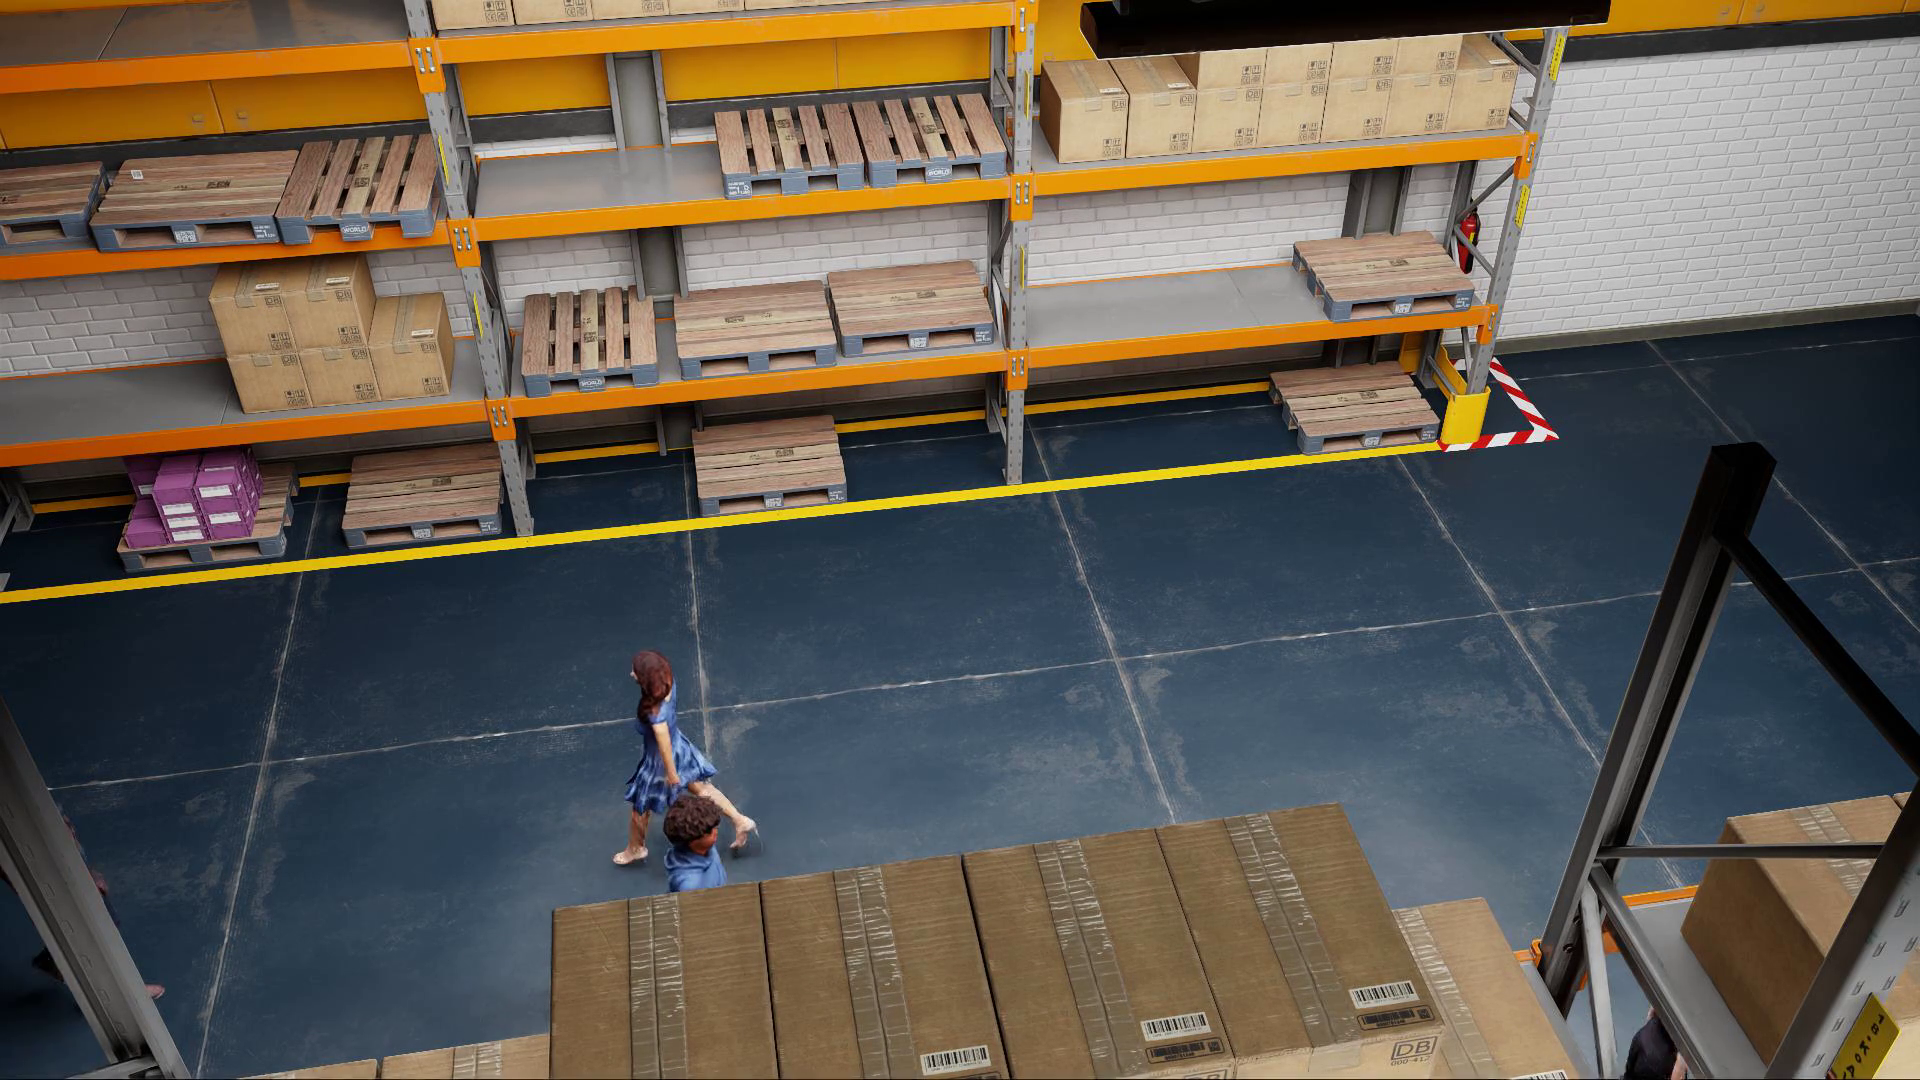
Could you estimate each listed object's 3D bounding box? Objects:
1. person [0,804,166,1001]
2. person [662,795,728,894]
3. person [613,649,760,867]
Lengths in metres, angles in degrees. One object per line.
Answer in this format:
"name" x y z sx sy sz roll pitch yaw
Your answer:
"person" -5.079 2.005 9.304 0.955 1.832 0.784 -3 39 -4
"person" -1.526 2.127 9.205 1.243 1.764 0.911 4 39 5
"person" -1.708 1.356 10.170 1.200 1.765 0.753 -1 39 -1
